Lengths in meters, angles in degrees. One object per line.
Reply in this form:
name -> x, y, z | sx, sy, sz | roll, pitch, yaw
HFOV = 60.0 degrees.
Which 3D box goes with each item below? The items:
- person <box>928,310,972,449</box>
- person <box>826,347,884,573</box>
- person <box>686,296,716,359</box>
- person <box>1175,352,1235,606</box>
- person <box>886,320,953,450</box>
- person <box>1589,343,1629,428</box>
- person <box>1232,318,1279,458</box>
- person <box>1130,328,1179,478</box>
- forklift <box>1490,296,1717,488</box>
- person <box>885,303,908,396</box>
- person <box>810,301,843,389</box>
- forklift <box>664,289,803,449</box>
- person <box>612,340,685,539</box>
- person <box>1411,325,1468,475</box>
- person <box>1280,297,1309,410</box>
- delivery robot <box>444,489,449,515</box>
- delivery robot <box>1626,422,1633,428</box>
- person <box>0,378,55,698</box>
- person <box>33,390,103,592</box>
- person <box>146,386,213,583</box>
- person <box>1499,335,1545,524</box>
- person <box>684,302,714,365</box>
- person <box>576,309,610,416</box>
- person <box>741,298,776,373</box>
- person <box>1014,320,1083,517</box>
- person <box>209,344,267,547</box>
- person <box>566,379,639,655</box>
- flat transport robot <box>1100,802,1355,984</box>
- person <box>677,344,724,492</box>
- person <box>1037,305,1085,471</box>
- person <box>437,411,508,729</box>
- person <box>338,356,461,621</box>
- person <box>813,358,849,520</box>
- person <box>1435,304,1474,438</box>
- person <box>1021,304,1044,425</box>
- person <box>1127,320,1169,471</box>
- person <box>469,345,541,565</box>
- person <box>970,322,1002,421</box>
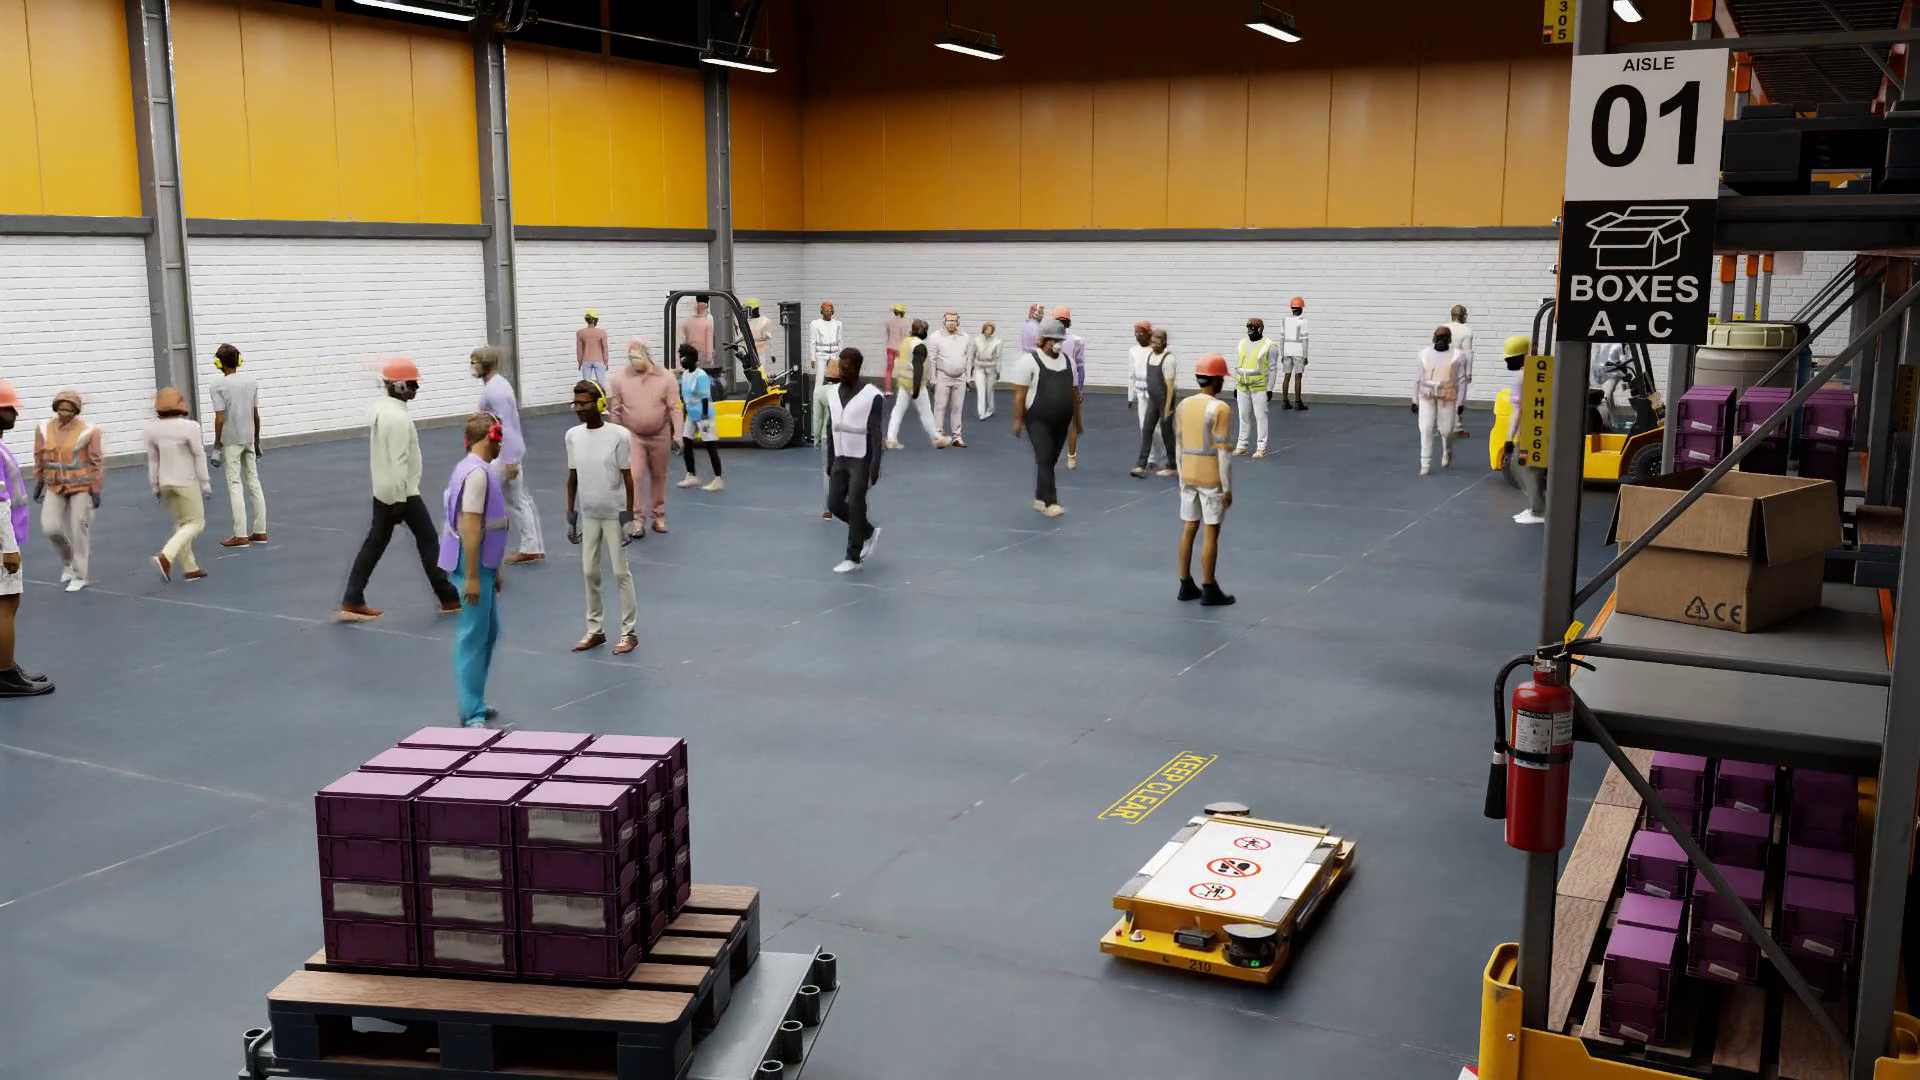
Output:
person -> -0.123, -2.209, 22.917 | 0.645, 1.905, 0.400 | -4, 11, -24
person -> -0.882, -0.682, 14.067 | 0.612, 1.905, 0.542 | 7, 12, 37
person -> -4.638, -3.453, 29.957 | 0.603, 1.958, 0.381 | 6, 11, 30
person -> 1.891, -0.469, 12.746 | 0.375, 1.936, 0.548 | -7, 12, -34
person -> -0.611, -2.113, 22.746 | 0.975, 1.782, 0.656 | -5, 11, -27
person -> 9.462, -2.390, 24.327 | 0.940, 1.786, 0.616 | -5, 11, -25
person -> 3.853, -1.996, 21.863 | 0.622, 1.844, 0.429 | 9, 13, 41
person -> 2.341, -1.608, 19.740 | 0.853, 1.794, 0.537 | -6, 12, -33
forklift -> 7.296, -1.677, 18.993 | 2.313, 2.155, 1.214 | 5, 11, 27
person -> -1.136, -3.587, 31.396 | 0.543, 1.735, 0.811 | 7, 12, 36
person -> -2.220, -3.036, 27.757 | 0.583, 1.882, 0.337 | -5, 11, -26
forklift -> -3.358, -2.392, 23.136 | 2.313, 2.155, 1.214 | -1, 10, -5
person -> -2.939, -0.945, 15.708 | 0.674, 1.857, 0.897 | -2, 10, -9
person -> 5.849, -1.712, 20.311 | 0.650, 1.821, 0.659 | 4, 11, 23
person -> 5.741, -3.190, 28.494 | 0.374, 1.939, 0.545 | -9, 13, -42
delivery robot -> -4.647, -0.354, 15.808 | 0.477, 0.478, 0.707 | -6, 12, -33
delivery robot -> 8.420, -1.237, 20.915 | 0.707, 0.478, 0.477 | -5, 11, -28
person -> -5.799, -0.014, 10.103 | 0.350, 1.941, 0.545 | -7, 12, -34
person -> -7.070, -0.390, 13.192 | 0.577, 1.613, 0.402 | 0, 10, -2
person -> -6.353, -0.434, 13.461 | 0.510, 1.614, 0.595 | 3, 10, 16
person -> 5.581, -1.081, 16.443 | 0.565, 1.877, 0.618 | 5, 11, 26
person -> -4.519, -3.177, 28.722 | 0.655, 1.854, 1.031 | 5, 11, 27
person -> -6.070, -2.931, 27.518 | 0.525, 1.759, 0.337 | 0, 10, 1
person -> -3.603, -3.351, 29.540 | 0.625, 1.905, 0.443 | 3, 10, 15
person -> 0.983, -1.256, 17.001 | 0.705, 2.000, 0.899 | -6, 11, -31
person -> -6.637, -0.860, 15.241 | 0.334, 1.859, 0.517 | 5, 11, 28
person -> -2.402, -0.151, 11.152 | 0.514, 1.861, 0.357 | 4, 10, 20
flat transport robot -> 1.127, 1.395, 6.772 | 0.652, 0.197, 1.431 | 5, 11, 25
person -> -2.984, -1.372, 18.769 | 0.502, 1.660, 0.546 | -8, 13, -38
person -> 1.236, -1.873, 20.568 | 0.607, 2.044, 0.378 | -2, 10, -10
person -> -2.708, 0.200, 9.278 | 0.397, 1.806, 0.715 | -3, 10, -15
person -> -4.113, -0.372, 12.184 | 1.021, 1.949, 0.621 | -7, 12, -36
person -> -1.229, -1.012, 16.765 | 0.508, 1.632, 0.271 | -1, 10, -5
person -> 7.214, -2.464, 24.294 | 0.350, 1.935, 0.634 | -7, 12, -35
person -> 1.166, -2.694, 25.734 | 0.407, 1.903, 0.639 | -2, 10, -13
person -> 2.329, -1.768, 20.473 | 0.435, 1.866, 0.614 | -9, 13, -43
person -> -4.000, -0.696, 14.162 | 0.837, 1.903, 0.692 | -2, 10, -14
person -> 0.417, -2.740, 26.926 | 0.549, 1.586, 0.846 | 1, 10, 6
